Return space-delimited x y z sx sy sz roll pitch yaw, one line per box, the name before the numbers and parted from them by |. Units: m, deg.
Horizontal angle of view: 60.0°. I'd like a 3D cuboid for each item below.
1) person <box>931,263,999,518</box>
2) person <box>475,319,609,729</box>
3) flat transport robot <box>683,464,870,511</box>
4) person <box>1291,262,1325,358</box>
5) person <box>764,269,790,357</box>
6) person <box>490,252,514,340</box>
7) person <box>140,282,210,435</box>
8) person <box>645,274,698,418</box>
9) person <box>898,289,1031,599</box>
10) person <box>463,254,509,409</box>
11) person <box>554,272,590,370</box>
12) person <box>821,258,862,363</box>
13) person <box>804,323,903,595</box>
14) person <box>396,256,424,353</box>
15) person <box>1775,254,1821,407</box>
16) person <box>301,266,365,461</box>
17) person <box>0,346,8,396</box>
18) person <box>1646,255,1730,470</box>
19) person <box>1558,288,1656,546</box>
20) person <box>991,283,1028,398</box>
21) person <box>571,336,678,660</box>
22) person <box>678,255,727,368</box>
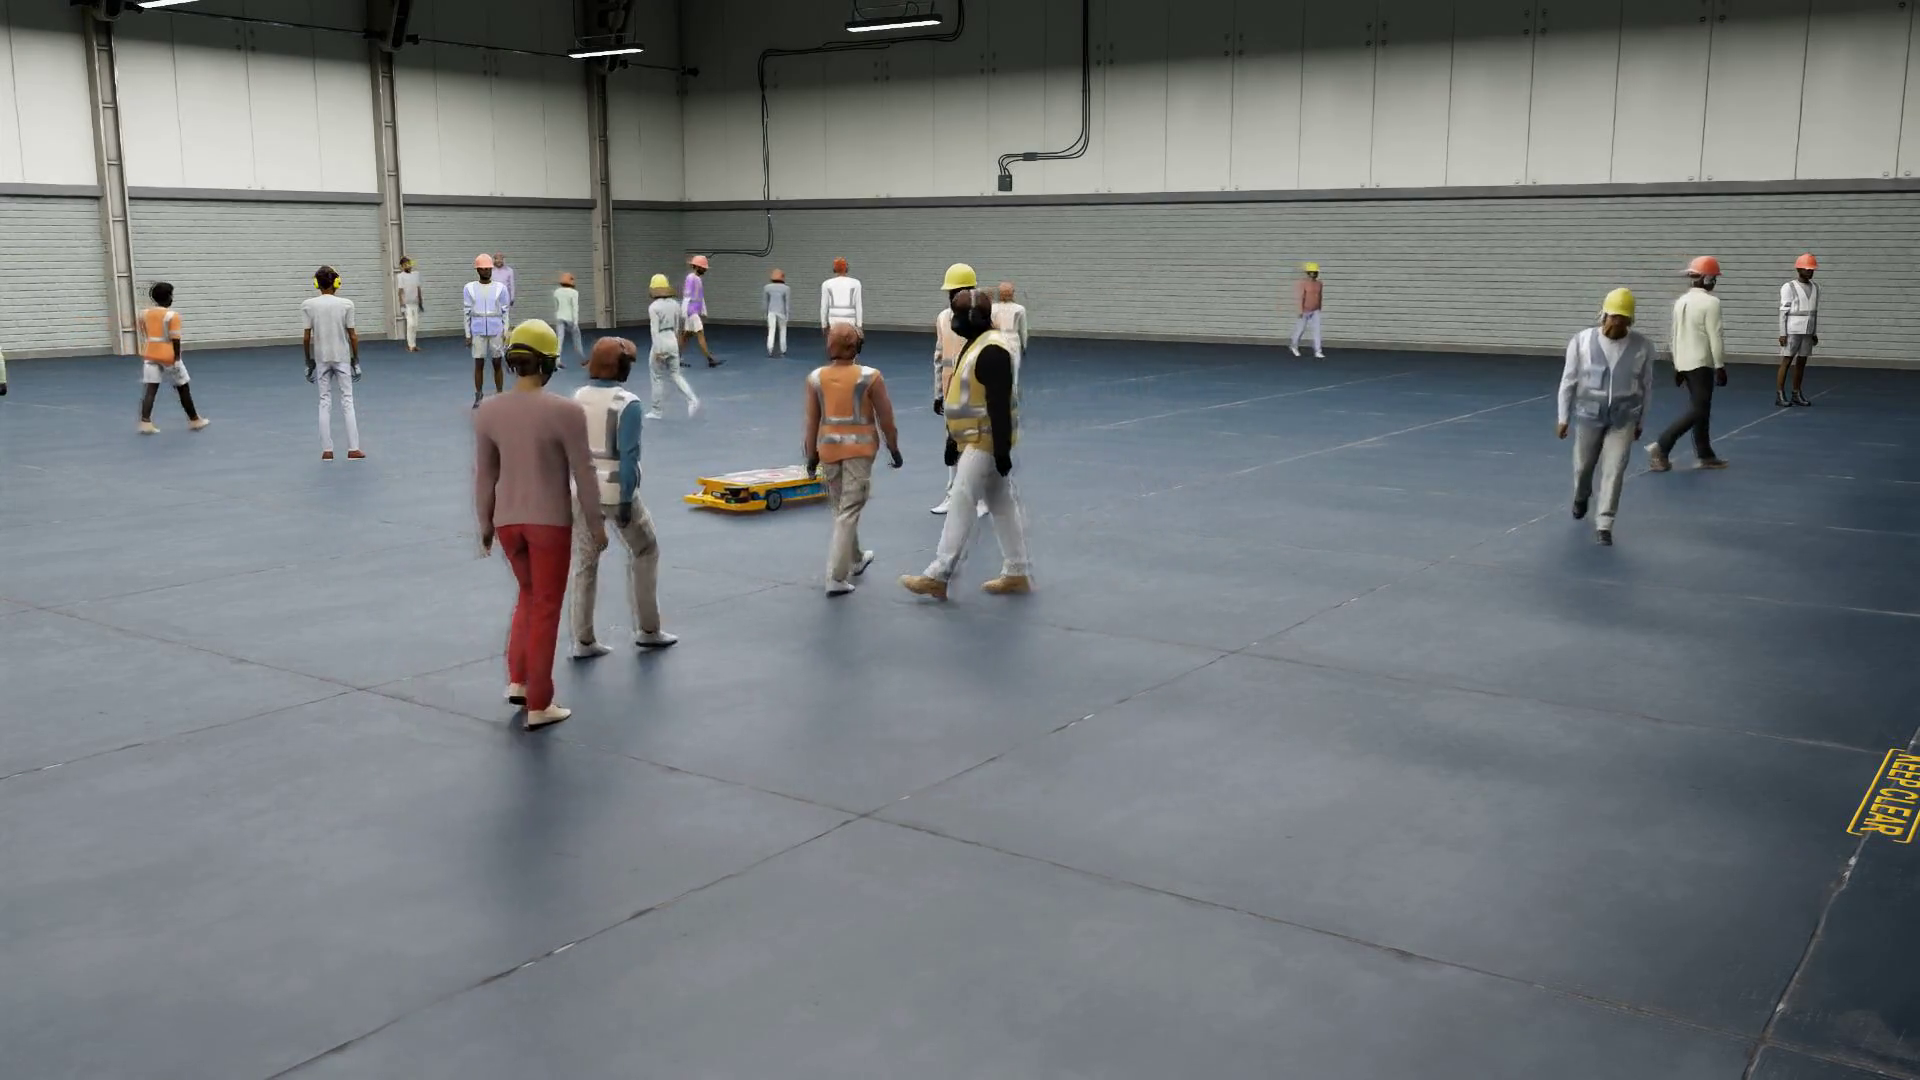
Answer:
person | 0.026 -1.125 12.618 0.594 1.922 0.385 8 13 39
person | -1.813 -0.067 7.199 0.543 1.752 0.491 4 11 21
flat transport robot | -1.459 -0.435 13.376 0.652 0.197 1.431 9 14 42
person | 6.385 -4.211 30.427 0.528 1.730 0.880 -4 11 -21
person | -3.352 -4.147 30.440 0.501 1.606 0.783 1 10 5
person | -9.933 -5.253 35.872 0.645 1.886 0.648 -2 10 -10
person | -8.676 -1.984 18.195 0.541 1.647 0.865 3 11 16
person | -3.434 -2.273 19.622 0.685 1.719 0.485 8 13 38
person | 0.017 -0.557 9.779 0.902 1.801 0.643 -1 10 -8
person | -5.950 -2.614 20.915 0.552 1.939 0.355 -3 10 -14
person | -6.466 -3.625 27.544 0.517 1.586 0.844 5 11 25
person | -1.705 -3.126 23.995 0.601 1.856 0.808 0 10 -1
person | -0.633 -0.501 10.033 0.524 1.595 0.830 5 11 25
person | -10.482 -4.489 31.764 0.434 1.834 0.655 6 12 30
person | 10.706 -2.662 21.187 0.552 1.935 0.368 -3 10 -14
person | -6.010 -1.686 15.930 0.520 1.865 0.332 -2 10 -9
person | -8.819 -1.458 14.820 0.622 1.798 0.791 -1 10 -7
person | 6.718 -1.610 15.209 0.861 1.969 0.636 -1 10 -4
person | 4.538 -0.891 11.721 0.609 1.787 0.814 3 11 18
person | 0.571 -2.367 20.495 0.530 1.595 0.838 0 10 2
person | -1.738 -0.215 8.414 0.504 1.610 0.701 7 12 32
person | -4.394 -3.803 27.770 1.004 1.866 0.623 1 10 6
